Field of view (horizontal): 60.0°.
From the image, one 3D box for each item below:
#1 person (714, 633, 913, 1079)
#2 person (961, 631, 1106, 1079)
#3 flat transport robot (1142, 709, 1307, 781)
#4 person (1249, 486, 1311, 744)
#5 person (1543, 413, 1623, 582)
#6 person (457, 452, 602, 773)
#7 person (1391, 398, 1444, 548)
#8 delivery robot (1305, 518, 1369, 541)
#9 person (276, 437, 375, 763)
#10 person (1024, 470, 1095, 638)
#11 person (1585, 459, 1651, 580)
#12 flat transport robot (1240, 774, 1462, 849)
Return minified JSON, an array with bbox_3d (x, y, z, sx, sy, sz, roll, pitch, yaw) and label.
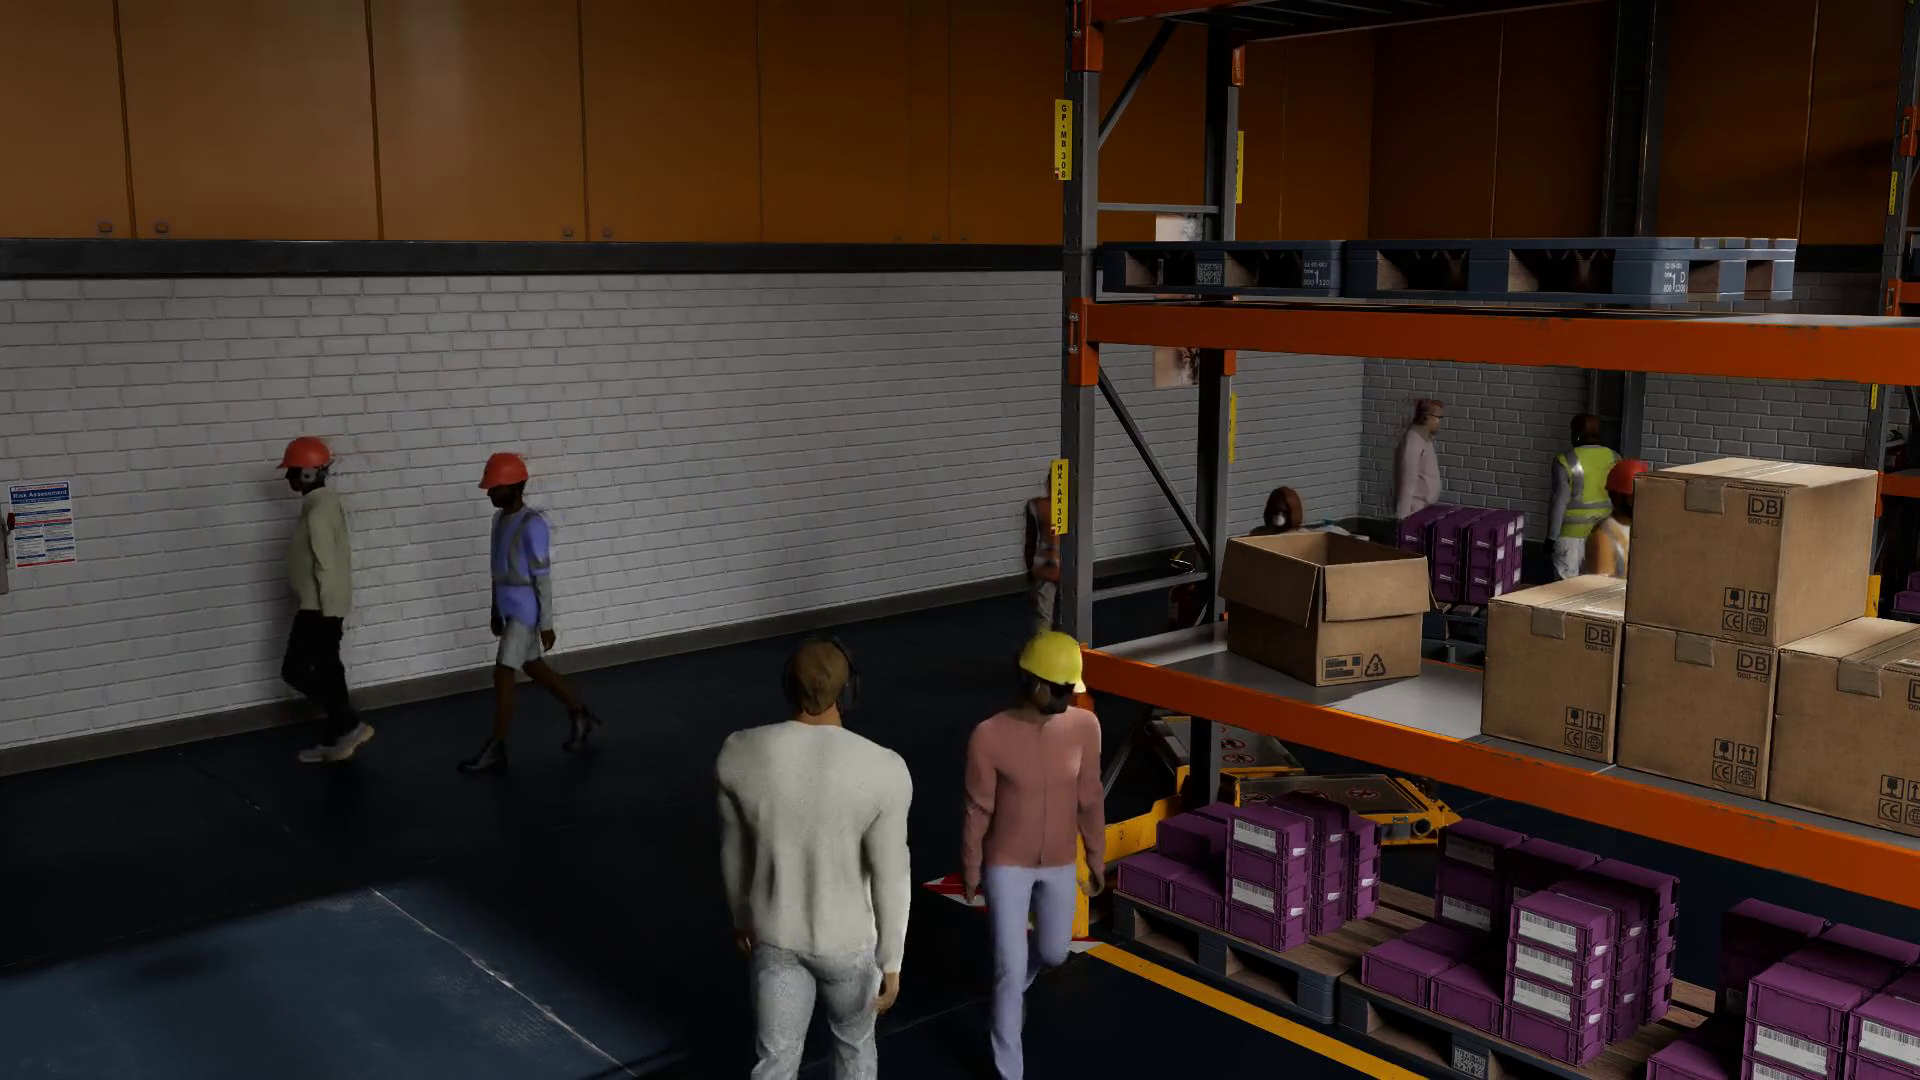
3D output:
[{"bbox_3d":[-0.458,1.227,5.118,0.631,1.905,0.944,1,10,8],"label":"person"},{"bbox_3d":[0.232,1.144,6.090,0.532,1.728,0.716,-4,10,-22],"label":"person"},{"bbox_3d":[1.521,1.257,9.694,0.652,0.197,1.431,-1,10,-5],"label":"flat transport robot"},{"bbox_3d":[2.010,0.461,10.406,0.570,1.627,0.305,9,13,41],"label":"person"},{"bbox_3d":[4.758,-0.058,12.797,0.634,1.842,0.429,-3,10,-19],"label":"person"},{"bbox_3d":[-2.573,0.405,9.970,0.920,1.901,0.583,-7,12,-36],"label":"person"},{"bbox_3d":[3.853,-0.226,13.700,0.856,1.866,0.657,3,10,18],"label":"person"},{"bbox_3d":[3.495,0.038,15.724,0.477,0.478,0.707,-9,13,-44],"label":"delivery robot"},{"bbox_3d":[-3.827,0.369,9.893,0.429,1.978,0.620,-2,10,-11],"label":"person"},{"bbox_3d":[0.683,0.250,11.671,0.516,1.612,0.734,2,10,12],"label":"person"},{"bbox_3d":[3.665,0.500,9.290,0.422,1.921,0.564,9,13,43],"label":"person"},{"bbox_3d":[1.894,1.426,8.704,1.431,0.197,0.652,-1,10,-5],"label":"flat transport robot"}]
